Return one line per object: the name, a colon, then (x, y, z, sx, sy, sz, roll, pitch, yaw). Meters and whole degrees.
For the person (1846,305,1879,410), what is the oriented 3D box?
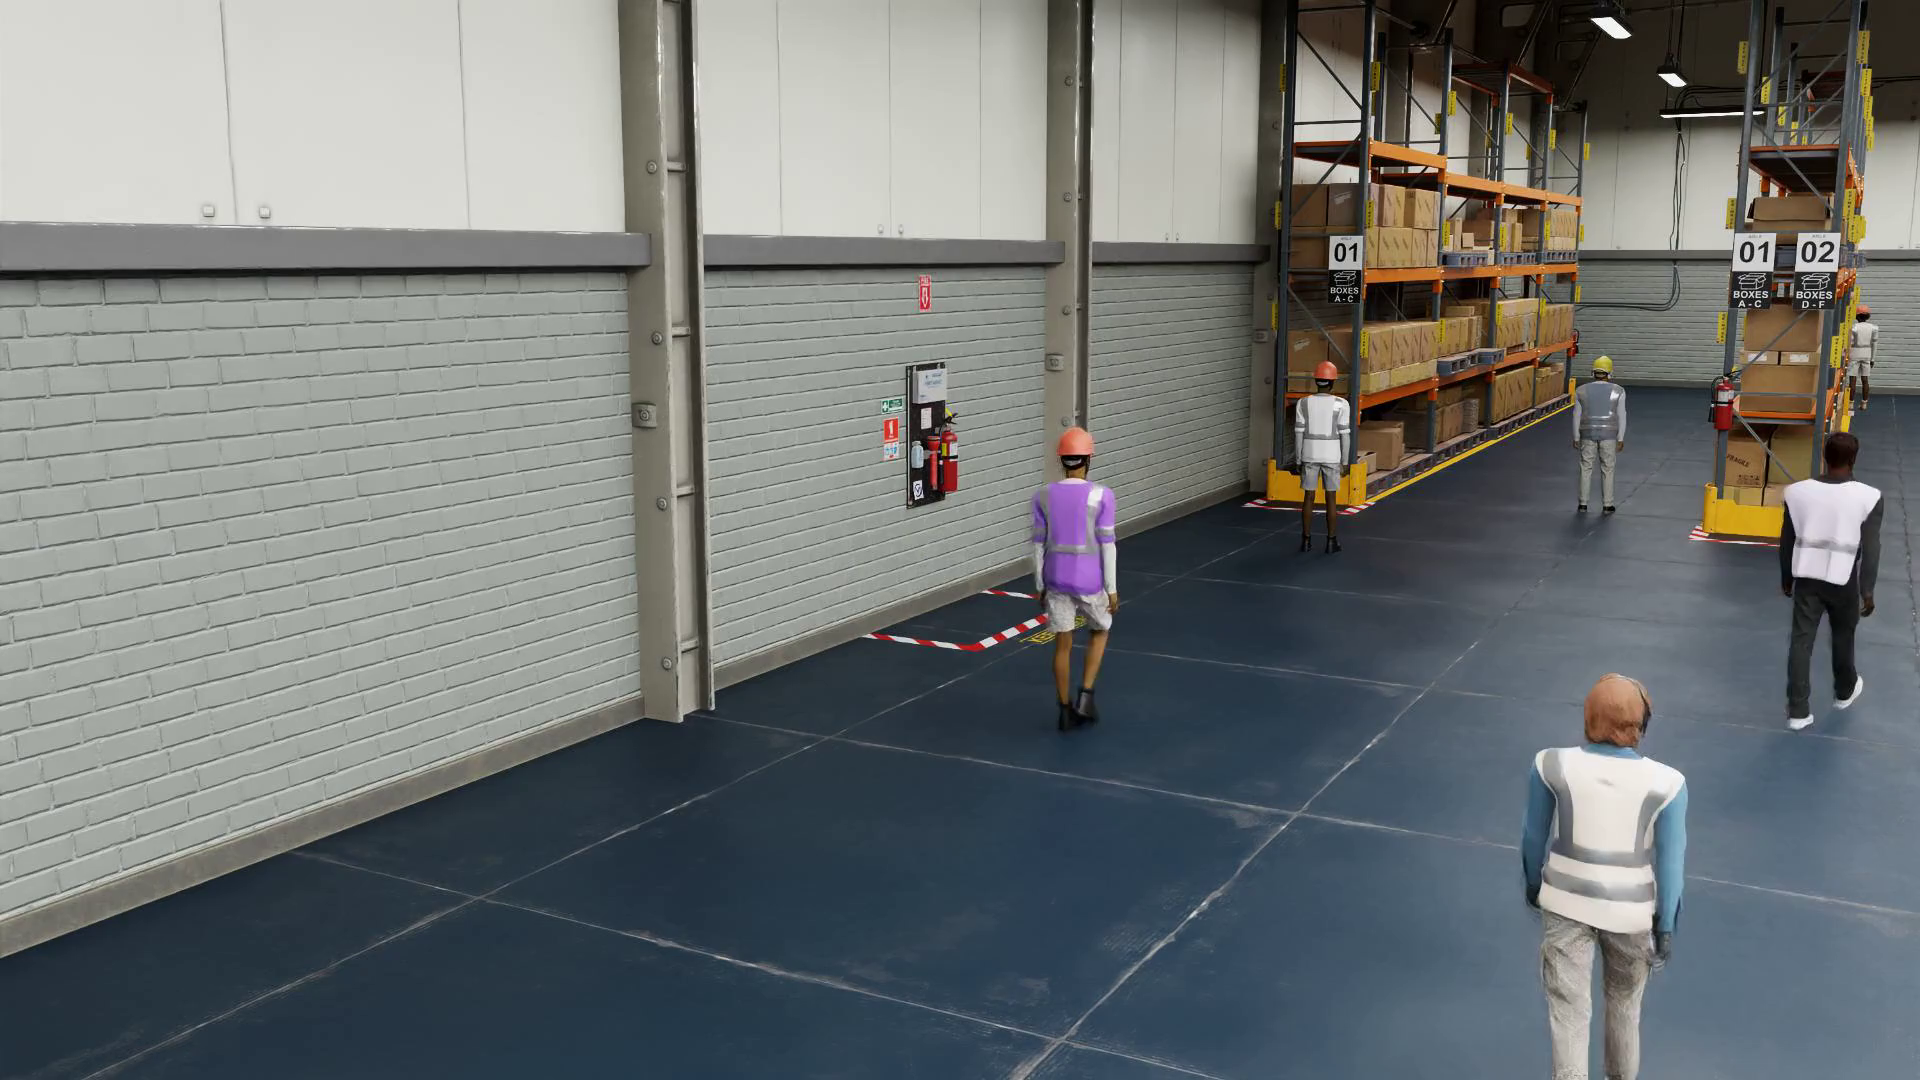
person: (17.478, -3.537, 32.340, 0.606, 2.044, 0.373, 0, 10, 3)

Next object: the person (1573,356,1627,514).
person: (7.452, -1.220, 19.393, 0.586, 1.833, 0.403, 5, 11, 27)

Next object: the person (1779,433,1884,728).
person: (5.618, 0.238, 10.736, 0.620, 1.865, 0.996, 9, 13, 42)

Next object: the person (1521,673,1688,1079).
person: (2.177, 1.238, 5.681, 0.514, 1.602, 0.799, 4, 10, 21)

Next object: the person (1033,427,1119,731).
person: (0.740, 0.251, 10.517, 0.587, 1.919, 0.457, 4, 11, 23)

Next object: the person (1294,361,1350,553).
person: (3.661, -0.833, 16.819, 0.551, 1.936, 0.357, 4, 10, 21)
